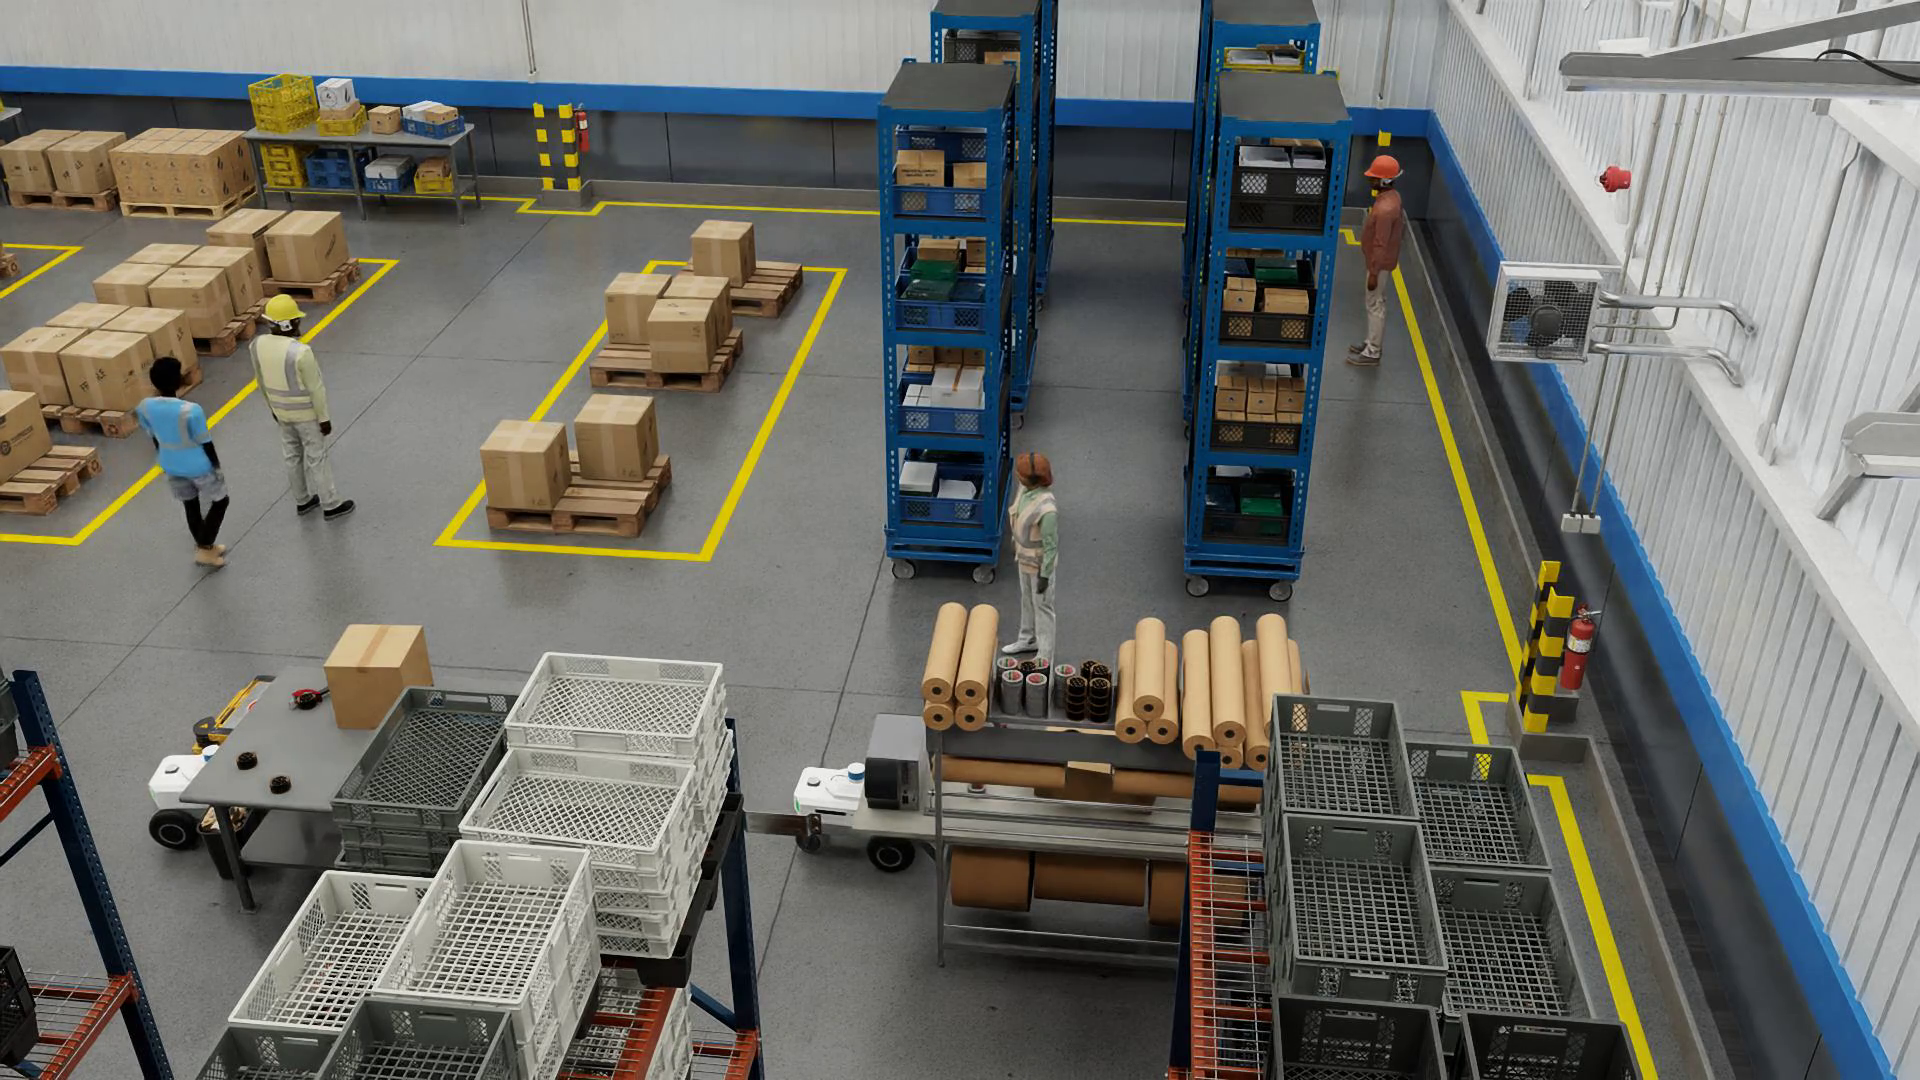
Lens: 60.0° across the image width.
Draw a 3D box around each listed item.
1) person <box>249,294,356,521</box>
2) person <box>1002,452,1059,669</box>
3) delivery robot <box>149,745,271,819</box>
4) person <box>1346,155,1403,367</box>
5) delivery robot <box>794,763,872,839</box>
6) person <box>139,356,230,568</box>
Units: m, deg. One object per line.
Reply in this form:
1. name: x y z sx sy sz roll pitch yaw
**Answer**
1. person: -5.108 -1.018 12.861 0.591 1.824 0.404 13 32 21
2. person: 0.492 0.145 11.046 0.312 1.638 0.512 -10 32 -17
3. delivery robot: -4.364 1.431 9.819 0.707 0.478 0.477 -1 30 -2
4. person: 3.850 -2.578 15.387 0.404 1.988 0.618 9 31 14
5. delivery robot: -0.597 1.516 9.672 0.707 0.478 0.477 5 31 8
6. person: -5.648 -0.543 12.181 0.536 1.690 0.391 8 31 13
